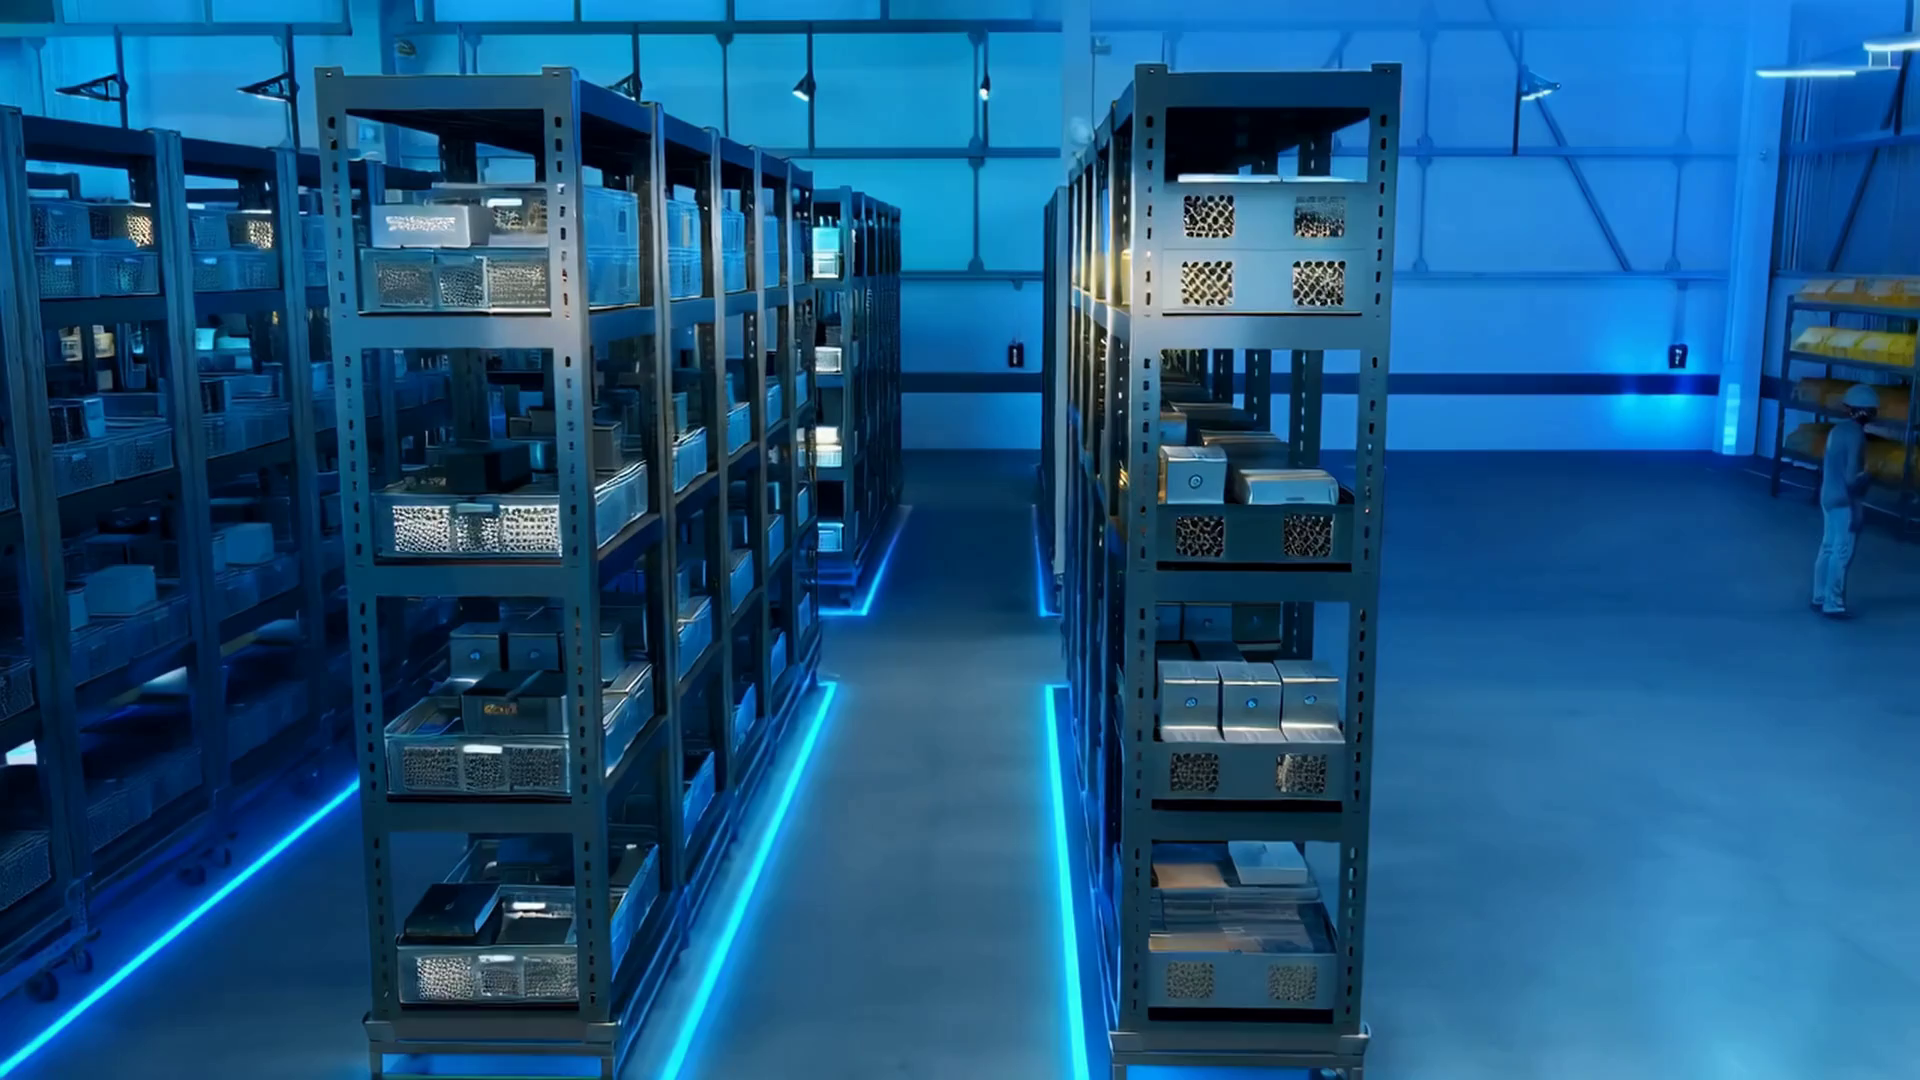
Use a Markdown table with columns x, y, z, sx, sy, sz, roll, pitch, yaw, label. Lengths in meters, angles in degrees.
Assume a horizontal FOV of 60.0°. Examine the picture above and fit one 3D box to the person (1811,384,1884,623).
| x | y | z | sx | sy | sz | roll | pitch | yaw | label |
| --- | --- | --- | --- | --- | --- | --- | --- | --- | --- |
| 7.391 | -0.304 | 13.841 | 0.408 | 1.987 | 0.607 | 1 | 10 | 7 | person |
